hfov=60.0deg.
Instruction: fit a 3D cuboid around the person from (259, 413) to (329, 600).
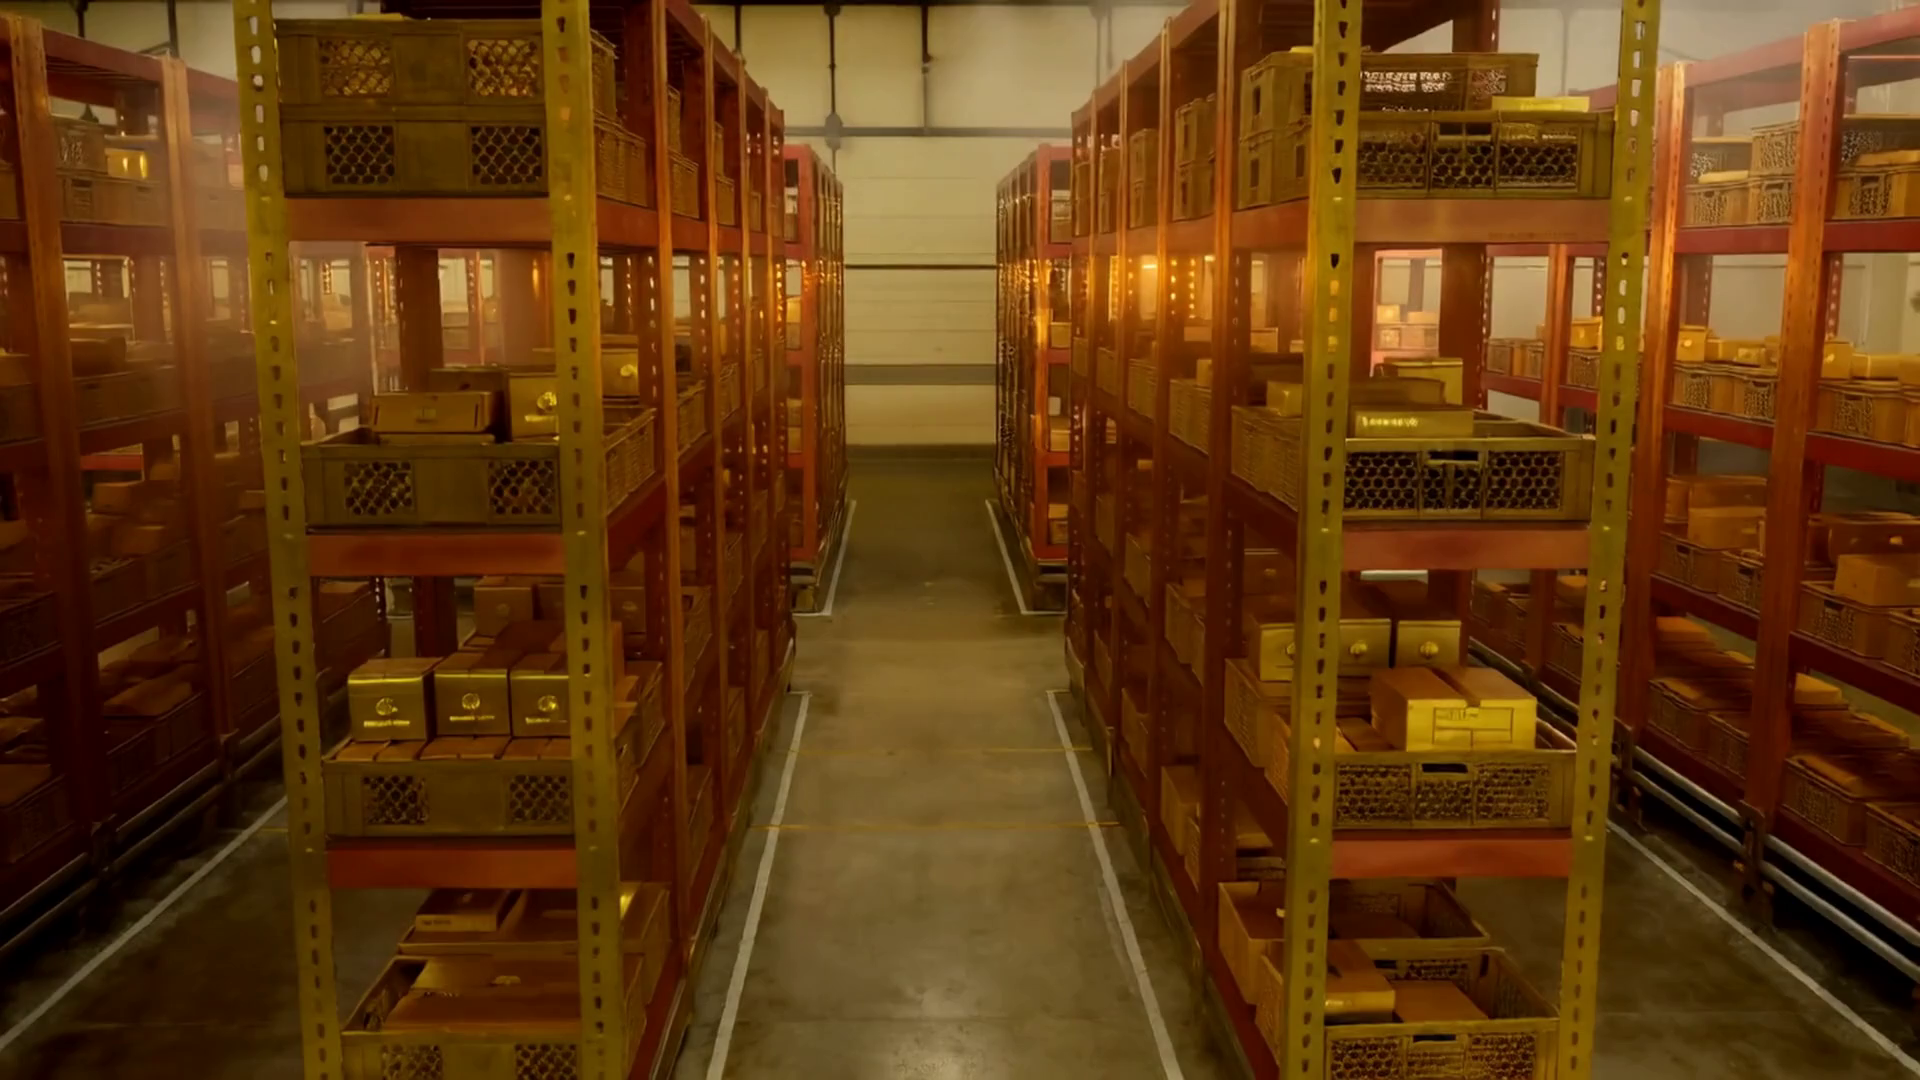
[{"bbox_3d":[-5.297,-0.409,13.305,0.591,1.833,0.404,1,9,5],"label":"person"}]
